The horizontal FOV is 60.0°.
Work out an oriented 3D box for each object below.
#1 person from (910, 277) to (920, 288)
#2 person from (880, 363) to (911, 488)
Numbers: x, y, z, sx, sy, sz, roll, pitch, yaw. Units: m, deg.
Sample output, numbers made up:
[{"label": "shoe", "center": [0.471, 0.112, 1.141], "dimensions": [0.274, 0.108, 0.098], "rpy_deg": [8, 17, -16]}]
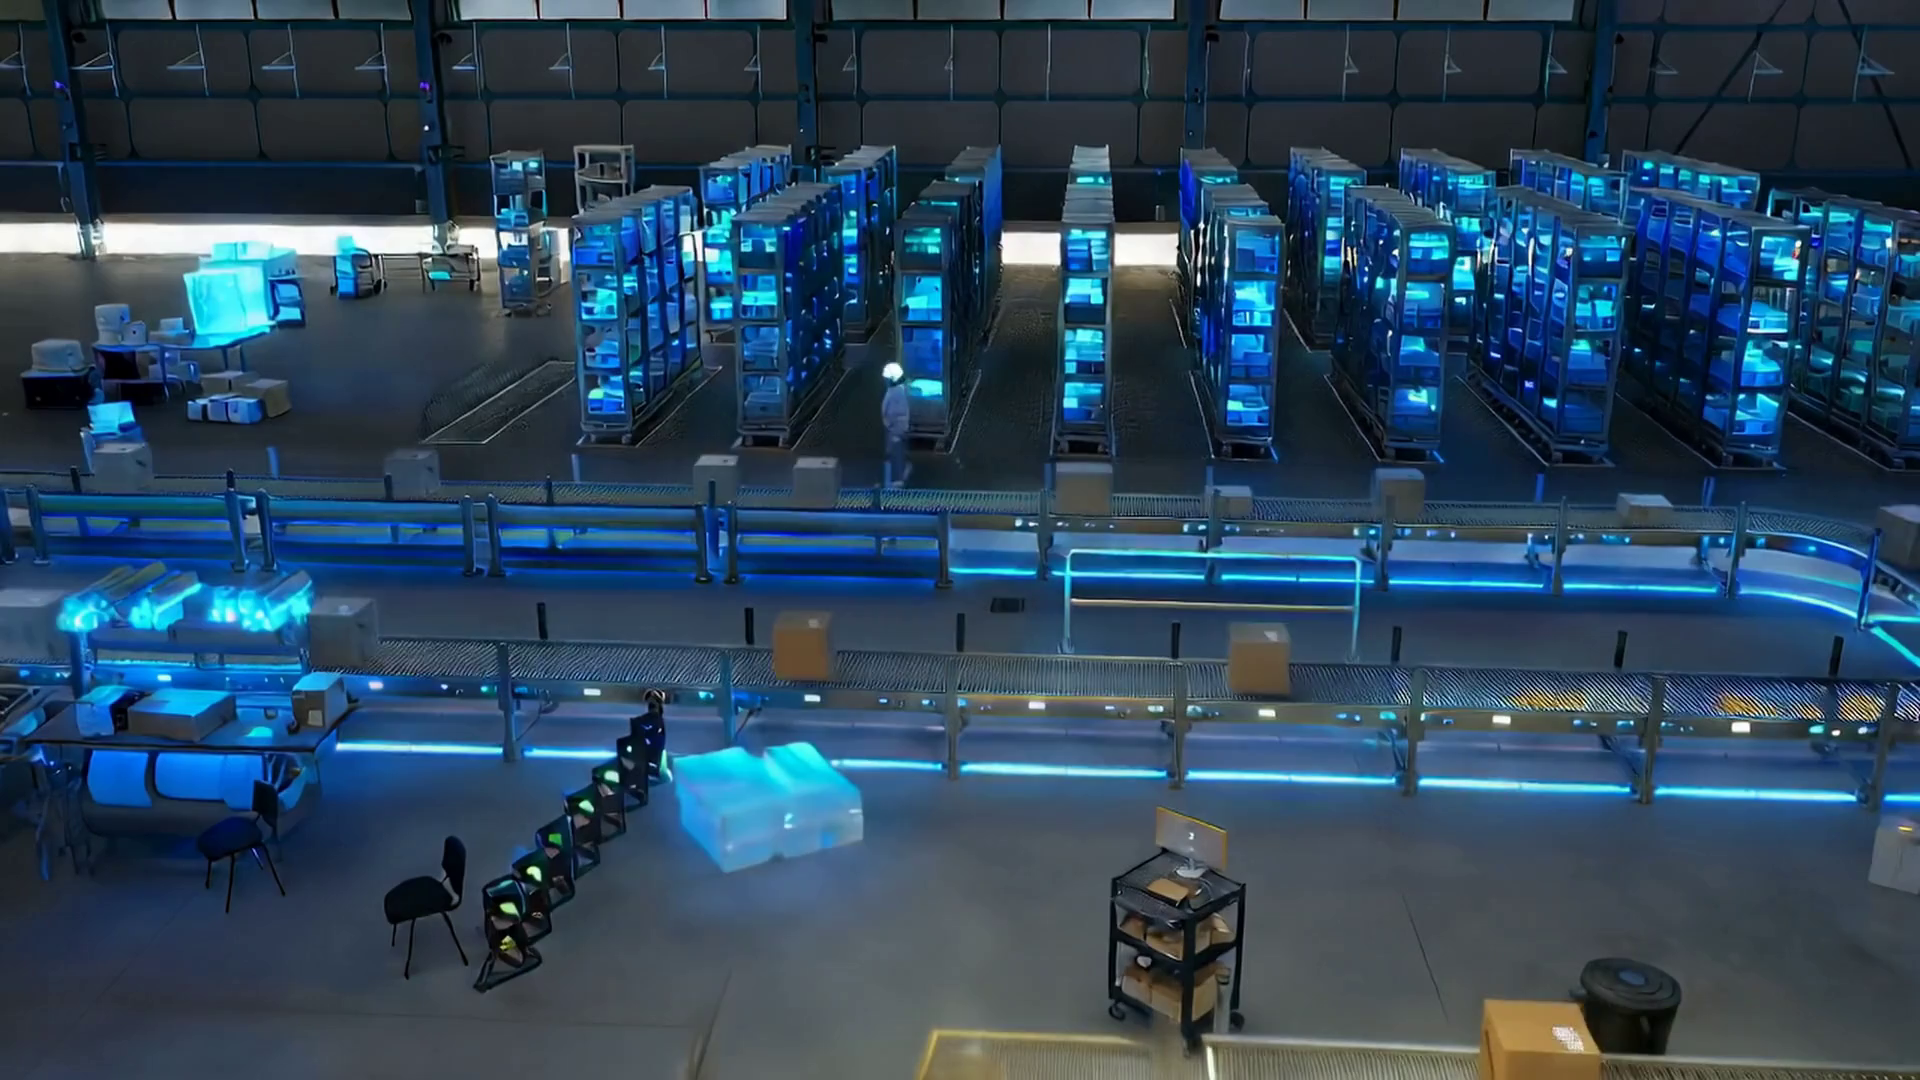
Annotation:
[{"label": "person", "center": [-0.829, -5.696, 36.644], "dimensions": [0.578, 1.831, 0.461], "rpy_deg": [-1, 18, -2]}, {"label": "person", "center": [-0.932, -1.623, 23.726], "dimensions": [0.422, 1.817, 0.621], "rpy_deg": [-3, 18, -10]}]
